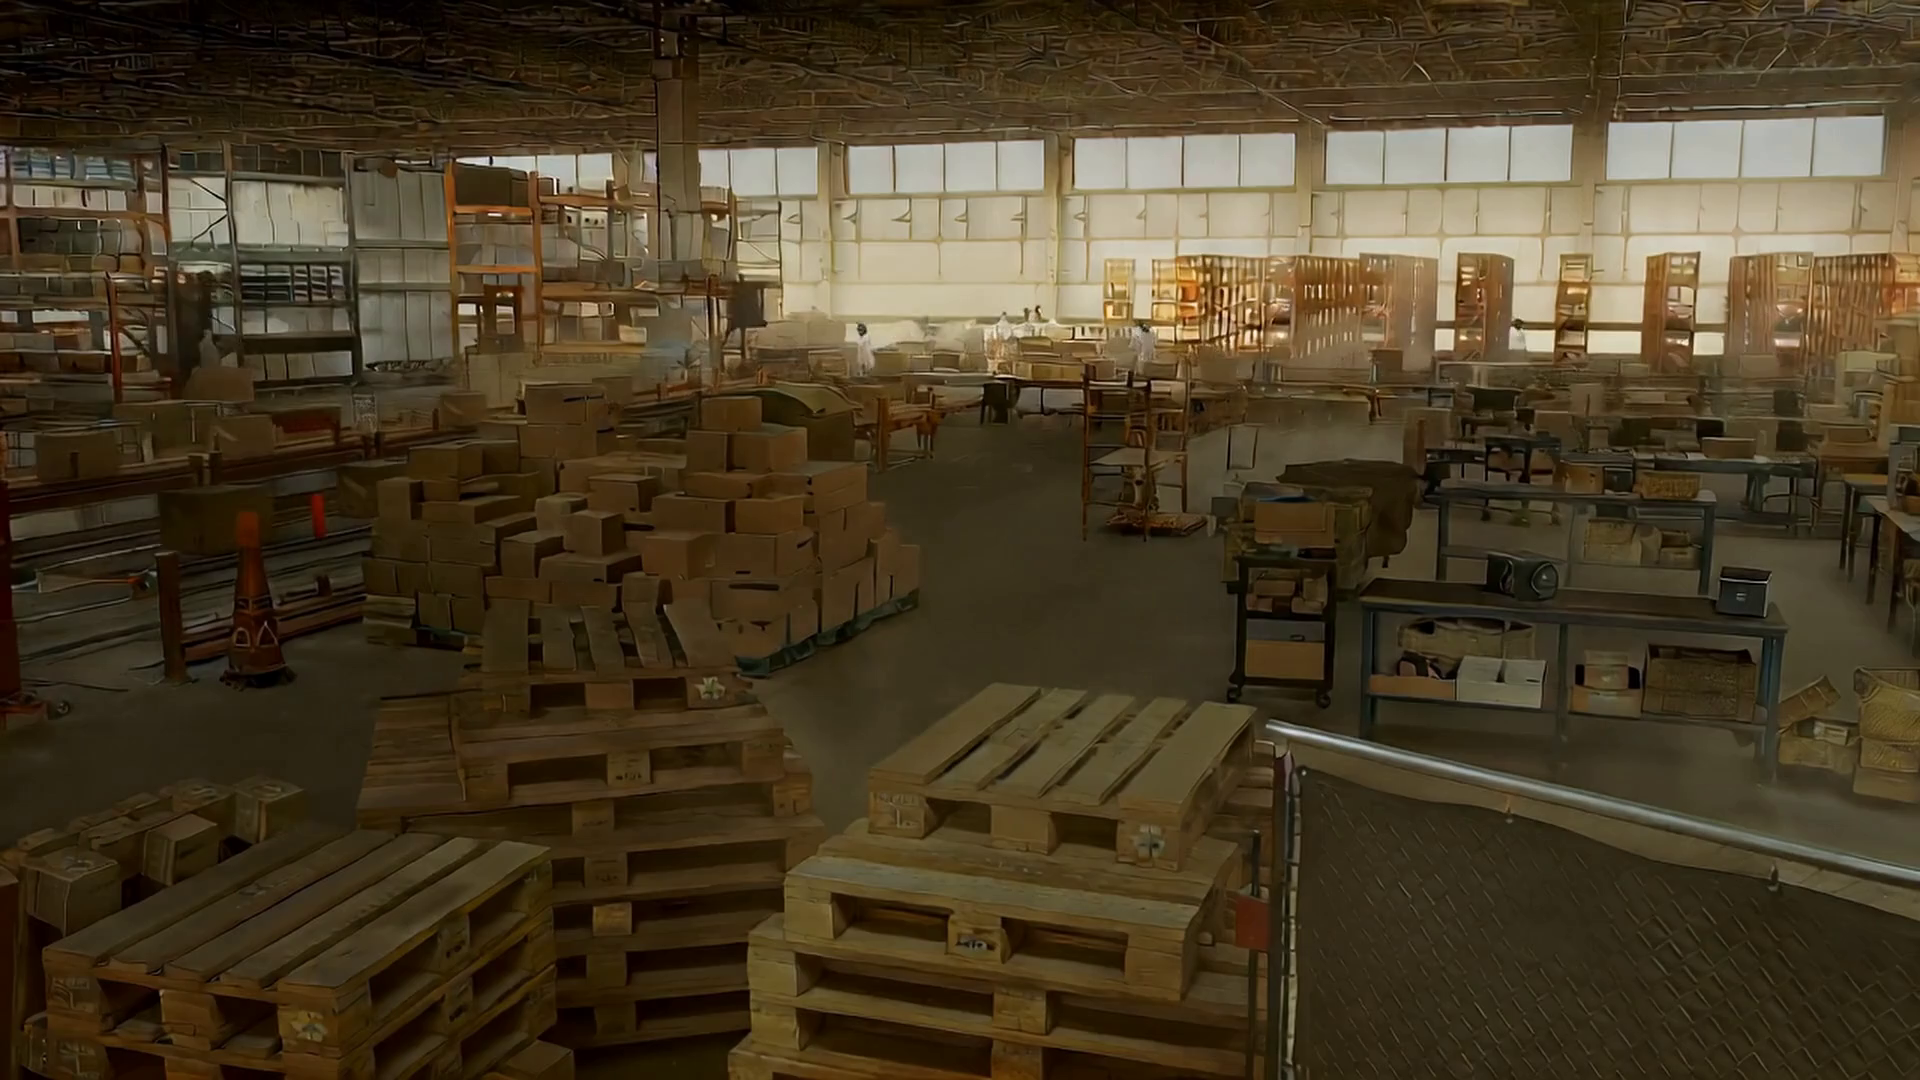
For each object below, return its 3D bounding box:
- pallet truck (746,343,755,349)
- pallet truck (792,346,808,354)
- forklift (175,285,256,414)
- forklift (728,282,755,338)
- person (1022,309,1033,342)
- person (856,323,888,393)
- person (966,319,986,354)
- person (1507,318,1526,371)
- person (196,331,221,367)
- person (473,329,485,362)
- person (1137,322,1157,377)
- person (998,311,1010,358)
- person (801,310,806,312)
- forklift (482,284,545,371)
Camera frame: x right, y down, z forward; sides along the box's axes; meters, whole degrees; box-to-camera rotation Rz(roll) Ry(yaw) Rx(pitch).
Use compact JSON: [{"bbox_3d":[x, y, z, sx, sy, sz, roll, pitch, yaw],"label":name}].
[{"bbox_3d":[-6.183,-4.618,44.264,1.601,1.201,0.680,-9,12,-43],"label":"pallet truck"},{"bbox_3d":[-3.705,-4.298,42.022,0.653,1.274,1.630,3,10,20],"label":"pallet truck"},{"bbox_3d":[-16.257,-4.052,35.533,1.873,2.768,1.129,1,9,6],"label":"forklift"},{"bbox_3d":[-6.649,-6.545,51.185,1.873,2.768,1.129,3,10,20],"label":"forklift"},{"bbox_3d":[2.249,-6.871,56.283,0.400,1.907,0.645,1,9,7],"label":"person"},{"bbox_3d":[-2.150,-4.141,39.070,0.785,1.928,0.610,3,9,16],"label":"person"},{"bbox_3d":[0.462,-5.191,45.965,0.591,1.833,0.403,5,10,29],"label":"person"},{"bbox_3d":[16.447,-5.647,49.024,0.657,1.777,0.754,-4,10,-26],"label":"person"},{"bbox_3d":[-15.970,-3.522,35.460,0.991,1.844,0.736,-8,12,-40],"label":"person"},{"bbox_3d":[-12.040,-4.480,41.958,0.321,1.693,0.534,8,12,41],"label":"person"},{"bbox_3d":[4.985,-4.936,44.478,0.591,1.806,0.866,-4,10,-24],"label":"person"},{"bbox_3d":[1.611,-7.516,60.877,0.485,1.735,0.346,-5,10,-30],"label":"person"},{"bbox_3d":[-5.968,-8.158,65.022,0.579,1.694,0.850,-7,11,-36],"label":"person"},{"bbox_3d":[-10.832,-4.702,39.610,1.129,2.768,1.873,3,10,20],"label":"forklift"}]
